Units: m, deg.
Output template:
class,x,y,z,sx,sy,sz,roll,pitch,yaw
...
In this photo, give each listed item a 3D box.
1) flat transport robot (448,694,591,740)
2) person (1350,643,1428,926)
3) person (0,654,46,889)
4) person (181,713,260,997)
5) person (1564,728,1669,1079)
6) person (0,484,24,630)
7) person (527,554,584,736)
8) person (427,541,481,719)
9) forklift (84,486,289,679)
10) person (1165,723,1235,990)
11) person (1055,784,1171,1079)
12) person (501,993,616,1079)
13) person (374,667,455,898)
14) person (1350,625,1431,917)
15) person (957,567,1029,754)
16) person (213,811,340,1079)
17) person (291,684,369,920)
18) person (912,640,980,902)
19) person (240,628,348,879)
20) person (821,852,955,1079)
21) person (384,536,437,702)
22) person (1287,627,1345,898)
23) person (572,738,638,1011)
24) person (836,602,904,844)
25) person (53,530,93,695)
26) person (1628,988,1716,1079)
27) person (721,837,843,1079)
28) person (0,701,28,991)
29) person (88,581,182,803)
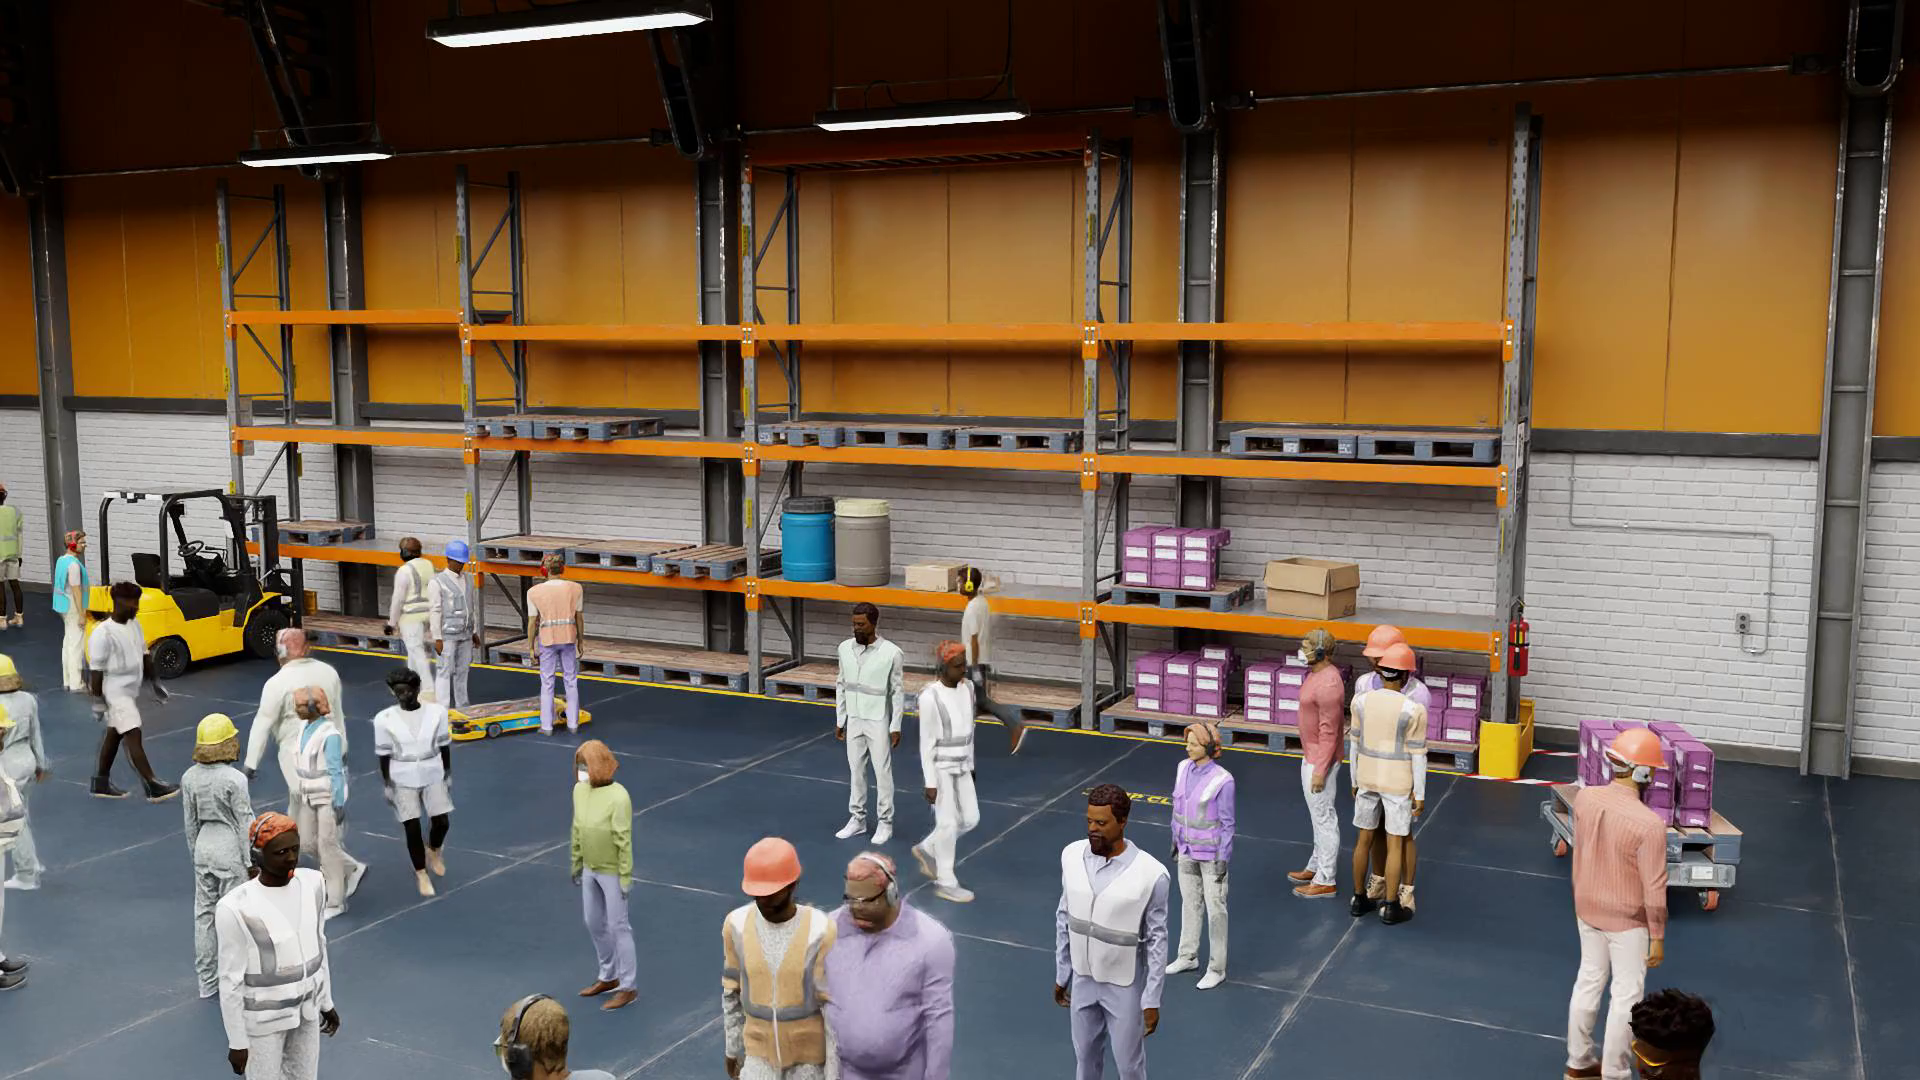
class,x,y,z,sx,sy,sz,roll,pitch,yaw
flat transport robot,-4.571,1.795,16.972,1.431,0.197,0.652,-5,9,-37
person,2.932,1.657,11.370,0.547,1.926,0.400,5,9,38
person,-6.871,1.671,11.994,0.415,1.724,0.508,1,7,9
person,-4.437,1.905,10.031,0.486,1.746,0.289,2,7,18
person,3.446,1.952,8.679,0.410,1.980,0.630,-3,7,-21
person,-13.147,0.217,22.795,0.384,2.035,0.605,3,8,23
person,-4.048,1.056,16.685,0.559,1.836,0.394,-4,8,-27
person,-5.148,0.967,16.988,0.401,1.938,0.603,4,8,27
forklift,-9.426,0.454,20.179,1.214,2.155,2.313,3,8,26
person,1.488,1.929,10.257,0.311,1.642,0.514,-5,8,-33
person,0.707,2.082,7.853,0.587,1.920,0.392,5,9,37
person,-1.298,2.389,5.298,0.384,1.930,0.634,3,8,26
person,-3.896,1.714,11.882,0.526,1.671,0.404,-4,8,-27
person,2.940,1.589,11.489,0.411,2.035,0.601,-5,9,-38
person,0.211,1.159,15.827,0.812,1.839,0.507,2,7,18
person,-3.044,2.146,7.469,0.347,1.882,0.584,3,8,25
person,-4.349,1.787,11.478,0.547,1.625,0.430,6,9,42
person,-0.123,1.624,11.813,0.497,1.871,0.608,5,8,35
person,-4.929,1.577,12.262,0.981,1.846,0.698,3,7,21
person,-0.339,2.206,7.083,0.684,1.874,0.818,2,7,12
person,-6.042,0.869,18.305,0.581,1.837,0.630,2,7,12
person,2.563,1.583,11.895,0.371,1.941,0.627,1,7,7
person,-2.125,1.980,9.934,0.505,1.622,0.306,6,9,40
person,-0.719,1.435,13.199,0.600,1.917,0.376,4,8,29
person,-9.952,0.811,18.655,0.373,1.843,0.571,-6,9,-40
person,2.209,2.375,5.365,0.814,1.928,0.652,1,7,6
person,-0.752,2.179,7.082,0.580,1.914,0.477,1,7,10
person,-5.945,1.852,10.173,0.403,1.819,0.600,-4,8,-30
person,-7.091,1.308,14.307,0.962,1.909,0.600,0,7,0
